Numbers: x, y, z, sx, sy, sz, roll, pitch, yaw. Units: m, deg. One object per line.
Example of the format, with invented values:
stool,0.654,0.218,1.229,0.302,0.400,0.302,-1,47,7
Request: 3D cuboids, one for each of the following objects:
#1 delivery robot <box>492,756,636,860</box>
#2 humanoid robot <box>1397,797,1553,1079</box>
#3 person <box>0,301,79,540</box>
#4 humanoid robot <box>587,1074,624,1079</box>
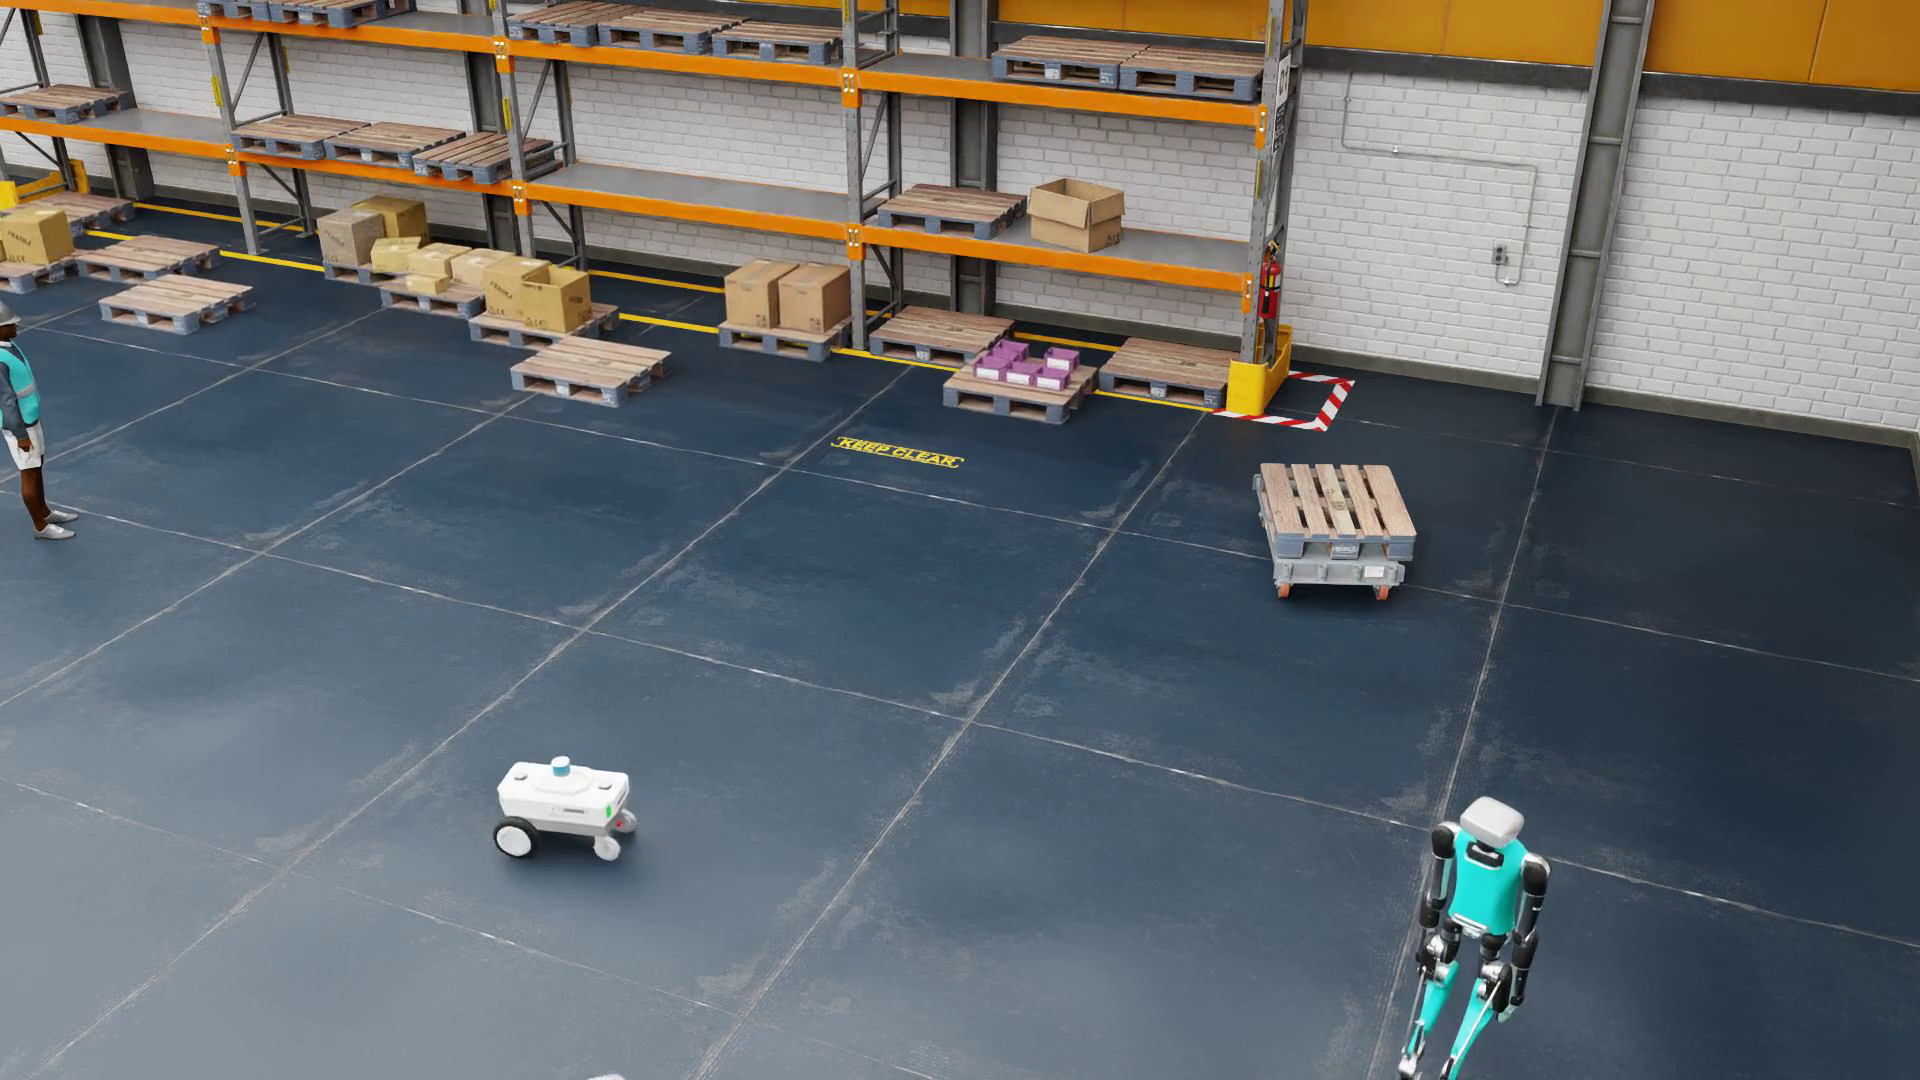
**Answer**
delivery robot,-2.311,1.537,9.659,0.807,0.613,0.499,5,28,9
humanoid robot,2.177,2.075,7.421,0.541,1.891,0.724,21,34,35
person,-7.300,-0.925,12.903,0.410,1.939,0.565,-9,29,-17
humanoid robot,-1.007,2.621,6.290,0.956,1.780,0.531,-17,32,-30
